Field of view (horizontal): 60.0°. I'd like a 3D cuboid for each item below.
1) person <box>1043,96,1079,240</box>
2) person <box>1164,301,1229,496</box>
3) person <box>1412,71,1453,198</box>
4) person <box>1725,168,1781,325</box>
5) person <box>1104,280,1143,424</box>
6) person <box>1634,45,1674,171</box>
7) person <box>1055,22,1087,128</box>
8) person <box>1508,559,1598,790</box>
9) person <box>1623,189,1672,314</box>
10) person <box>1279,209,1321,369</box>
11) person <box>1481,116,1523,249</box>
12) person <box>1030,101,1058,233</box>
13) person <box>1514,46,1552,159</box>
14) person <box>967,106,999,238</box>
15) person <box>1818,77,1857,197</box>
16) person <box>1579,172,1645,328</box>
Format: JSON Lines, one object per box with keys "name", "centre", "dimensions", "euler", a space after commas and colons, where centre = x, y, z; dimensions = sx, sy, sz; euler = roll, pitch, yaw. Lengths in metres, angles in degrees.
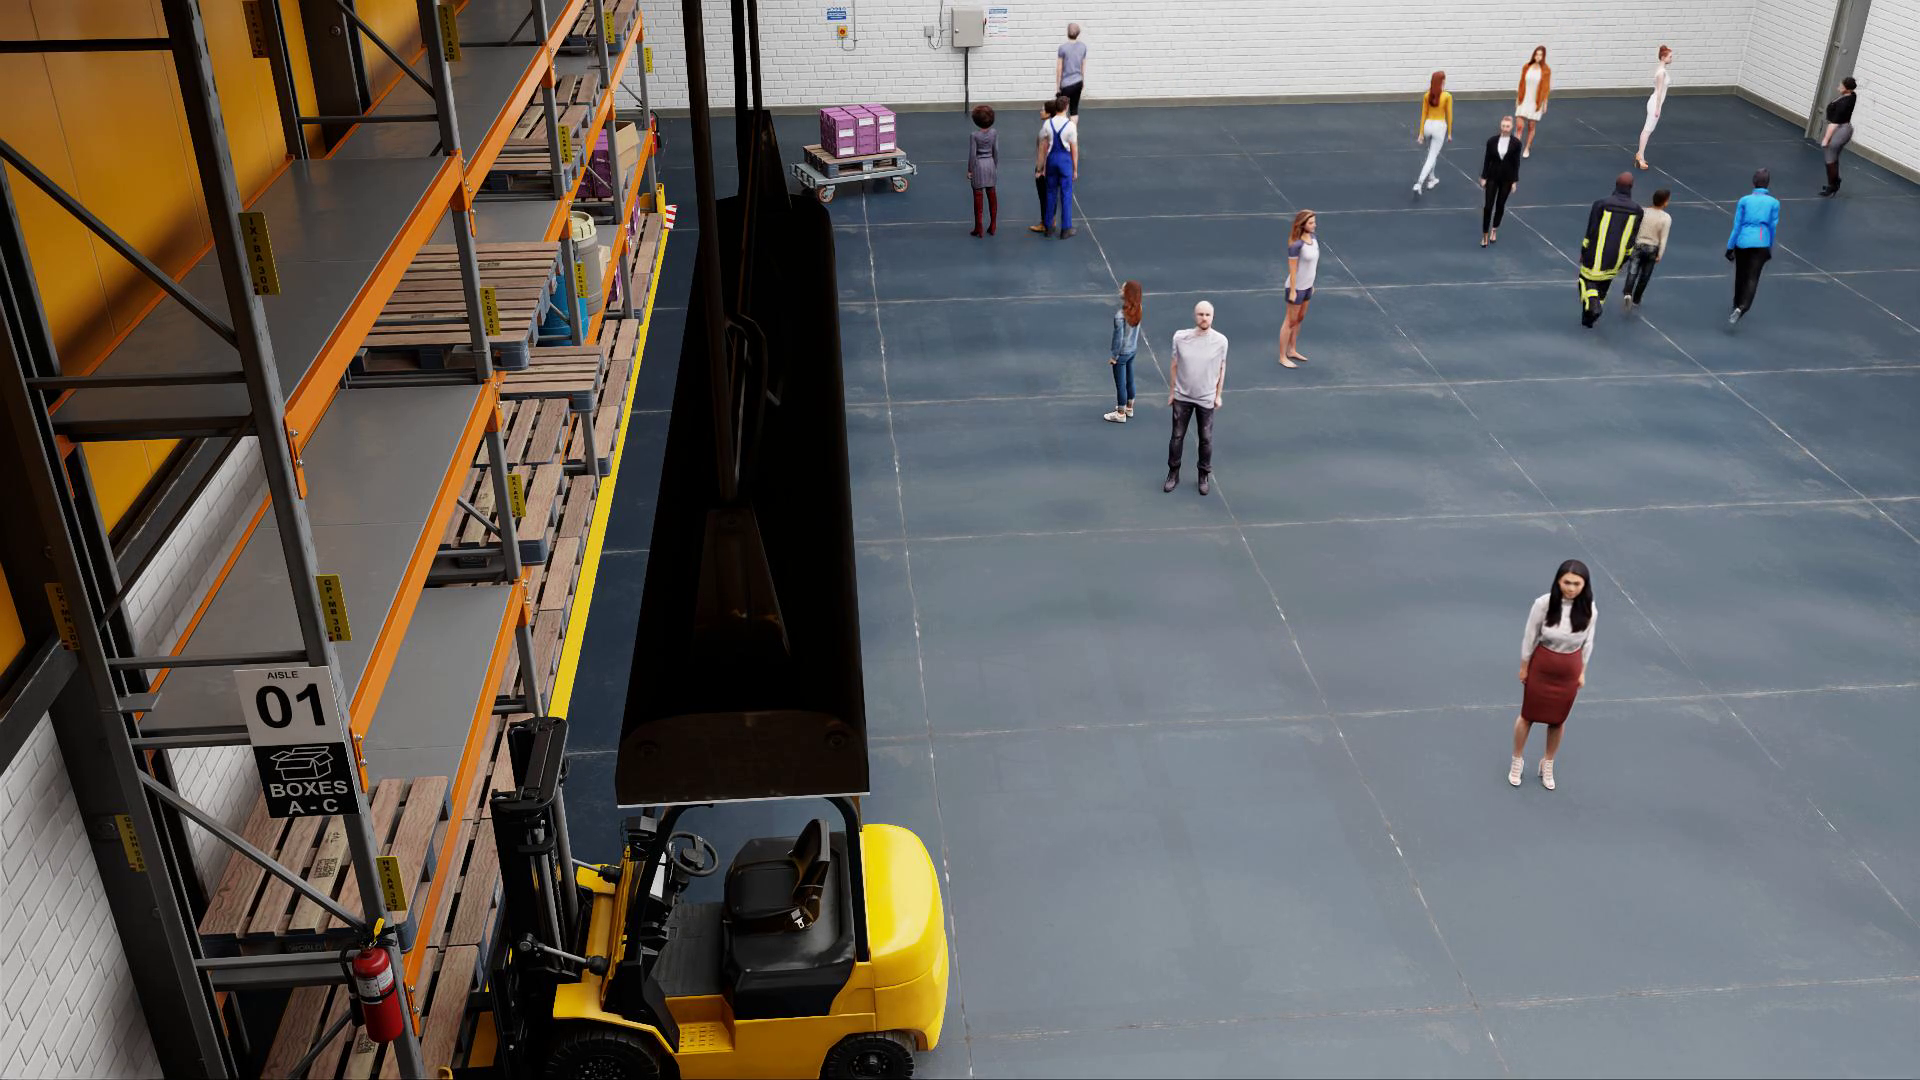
{"name": "person", "centre": [1.298, -4.899, 21.821], "dimensions": [0.720, 1.849, 0.724], "euler": [11, 31, 20]}
{"name": "person", "centre": [2.168, -1.323, 15.284], "dimensions": [0.724, 1.832, 0.694], "euler": [6, 29, 11]}
{"name": "person", "centre": [6.642, -5.681, 23.398], "dimensions": [1.101, 1.713, 1.203], "euler": [20, 34, 32]}
{"name": "person", "centre": [9.036, -3.310, 18.995], "dimensions": [1.027, 1.767, 1.225], "euler": [15, 32, 25]}
{"name": "person", "centre": [1.662, -1.905, 16.721], "dimensions": [0.701, 1.478, 0.627], "euler": [19, 34, 31]}
{"name": "person", "centre": [10.292, -6.416, 24.660], "dimensions": [0.704, 1.794, 0.565], "euler": [10, 30, 17]}
{"name": "person", "centre": [1.738, -6.981, 25.613], "dimensions": [0.738, 1.874, 0.743], "euler": [-9, 30, -16]}
{"name": "person", "centre": [4.015, 0.914, 11.268], "dimensions": [0.650, 1.751, 0.600], "euler": [5, 29, 9]}
{"name": "person", "centre": [7.985, -3.362, 19.428], "dimensions": [0.883, 1.444, 1.003], "euler": [16, 32, 26]}
{"name": "person", "centre": [3.657, -2.715, 18.000], "dimensions": [0.740, 1.675, 0.680], "euler": [22, 35, 34]}
{"name": "person", "centre": [7.011, -4.665, 21.568], "dimensions": [0.819, 1.681, 0.937], "euler": [9, 30, 15]}
{"name": "person", "centre": [1.152, -4.965, 22.072], "dimensions": [0.749, 1.726, 0.657], "euler": [16, 33, 27]}
{"name": "person", "centre": [8.651, -6.619, 25.140], "dimensions": [0.930, 1.690, 1.051], "euler": [15, 32, 25]}
{"name": "person", "centre": [0.314, -4.849, 21.873], "dimensions": [0.647, 1.712, 0.616], "euler": [-13, 31, -22]}
{"name": "person", "centre": [12.348, -5.640, 23.330], "dimensions": [0.824, 1.705, 0.909], "euler": [-23, 36, -36]}
{"name": "person", "centre": [7.342, -3.240, 18.831], "dimensions": [0.855, 1.801, 0.990], "euler": [2, 29, 3]}
